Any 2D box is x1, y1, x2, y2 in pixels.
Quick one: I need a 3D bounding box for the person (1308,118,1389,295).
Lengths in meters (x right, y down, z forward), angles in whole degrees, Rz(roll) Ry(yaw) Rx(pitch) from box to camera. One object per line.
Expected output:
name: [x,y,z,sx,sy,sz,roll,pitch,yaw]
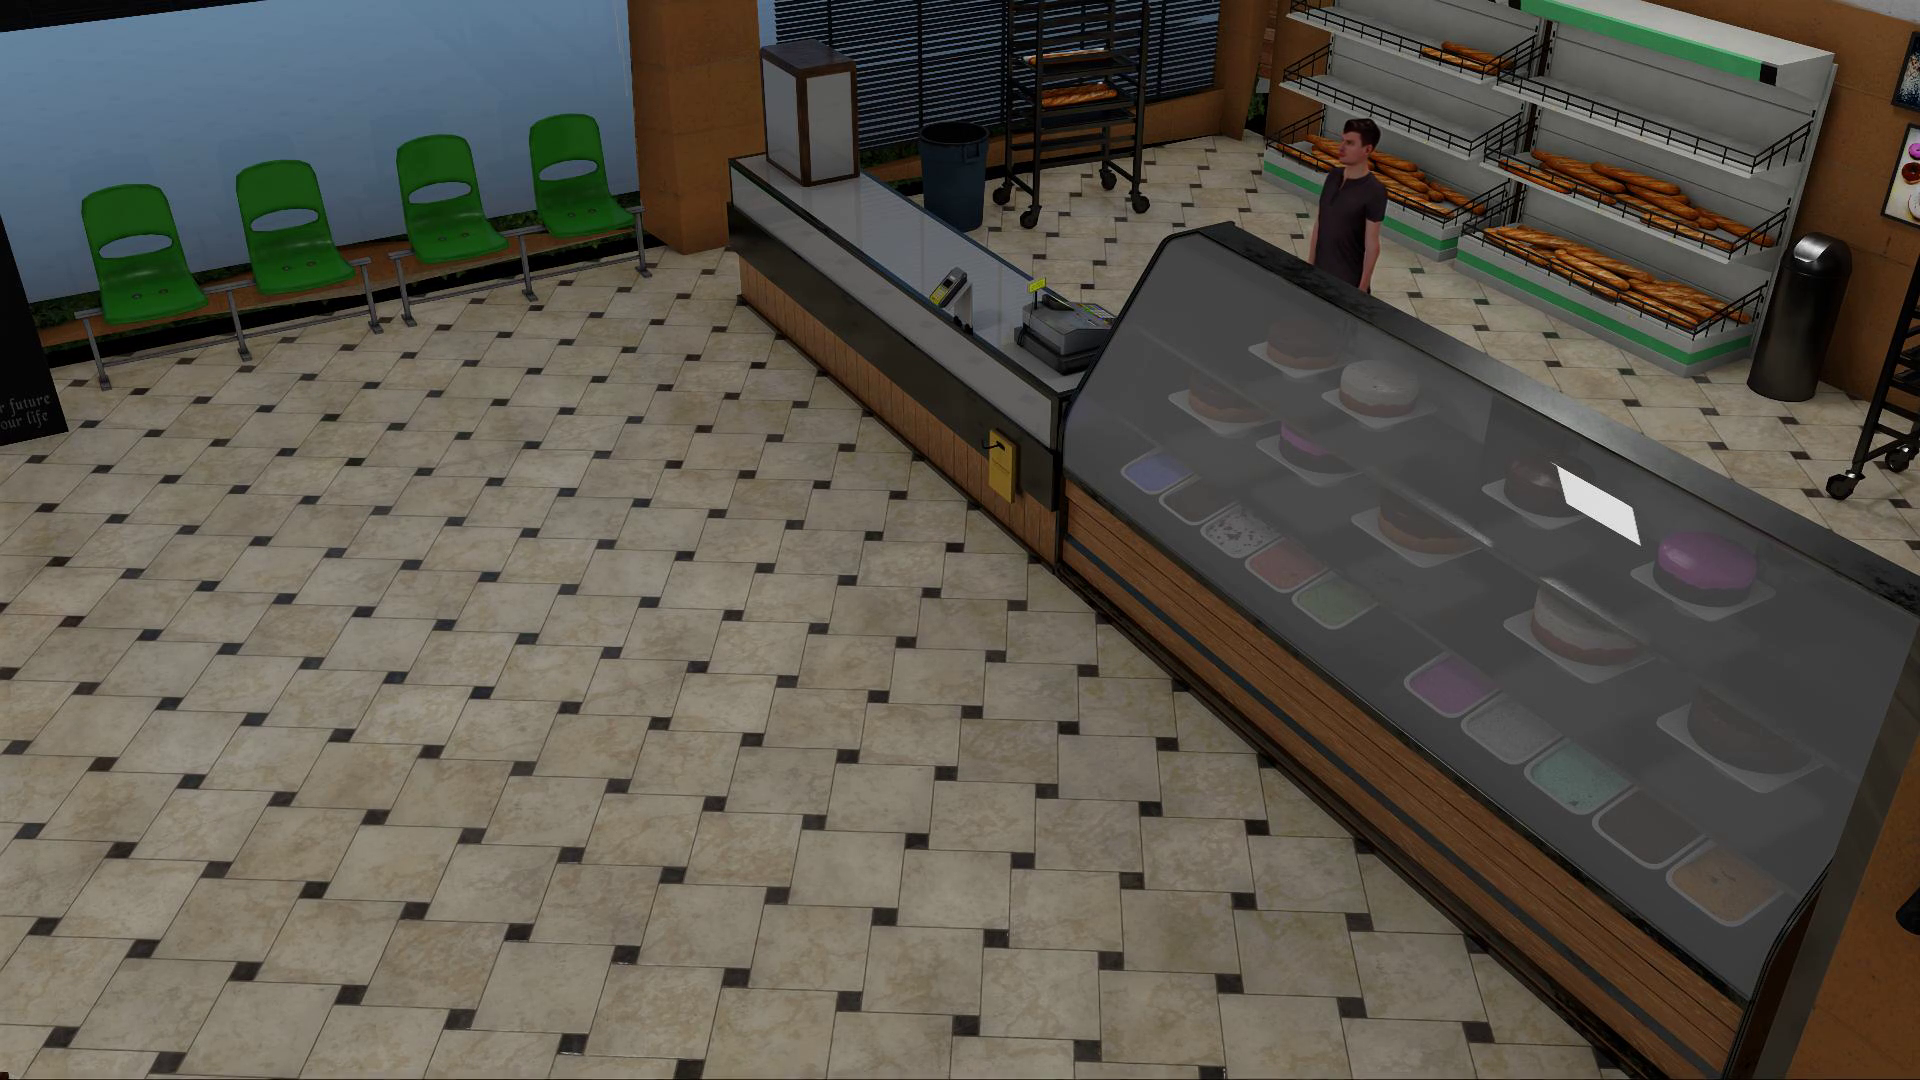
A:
person: [2.143,-1.460,9.337,0.524,1.853,0.631,-17,36,-25]
